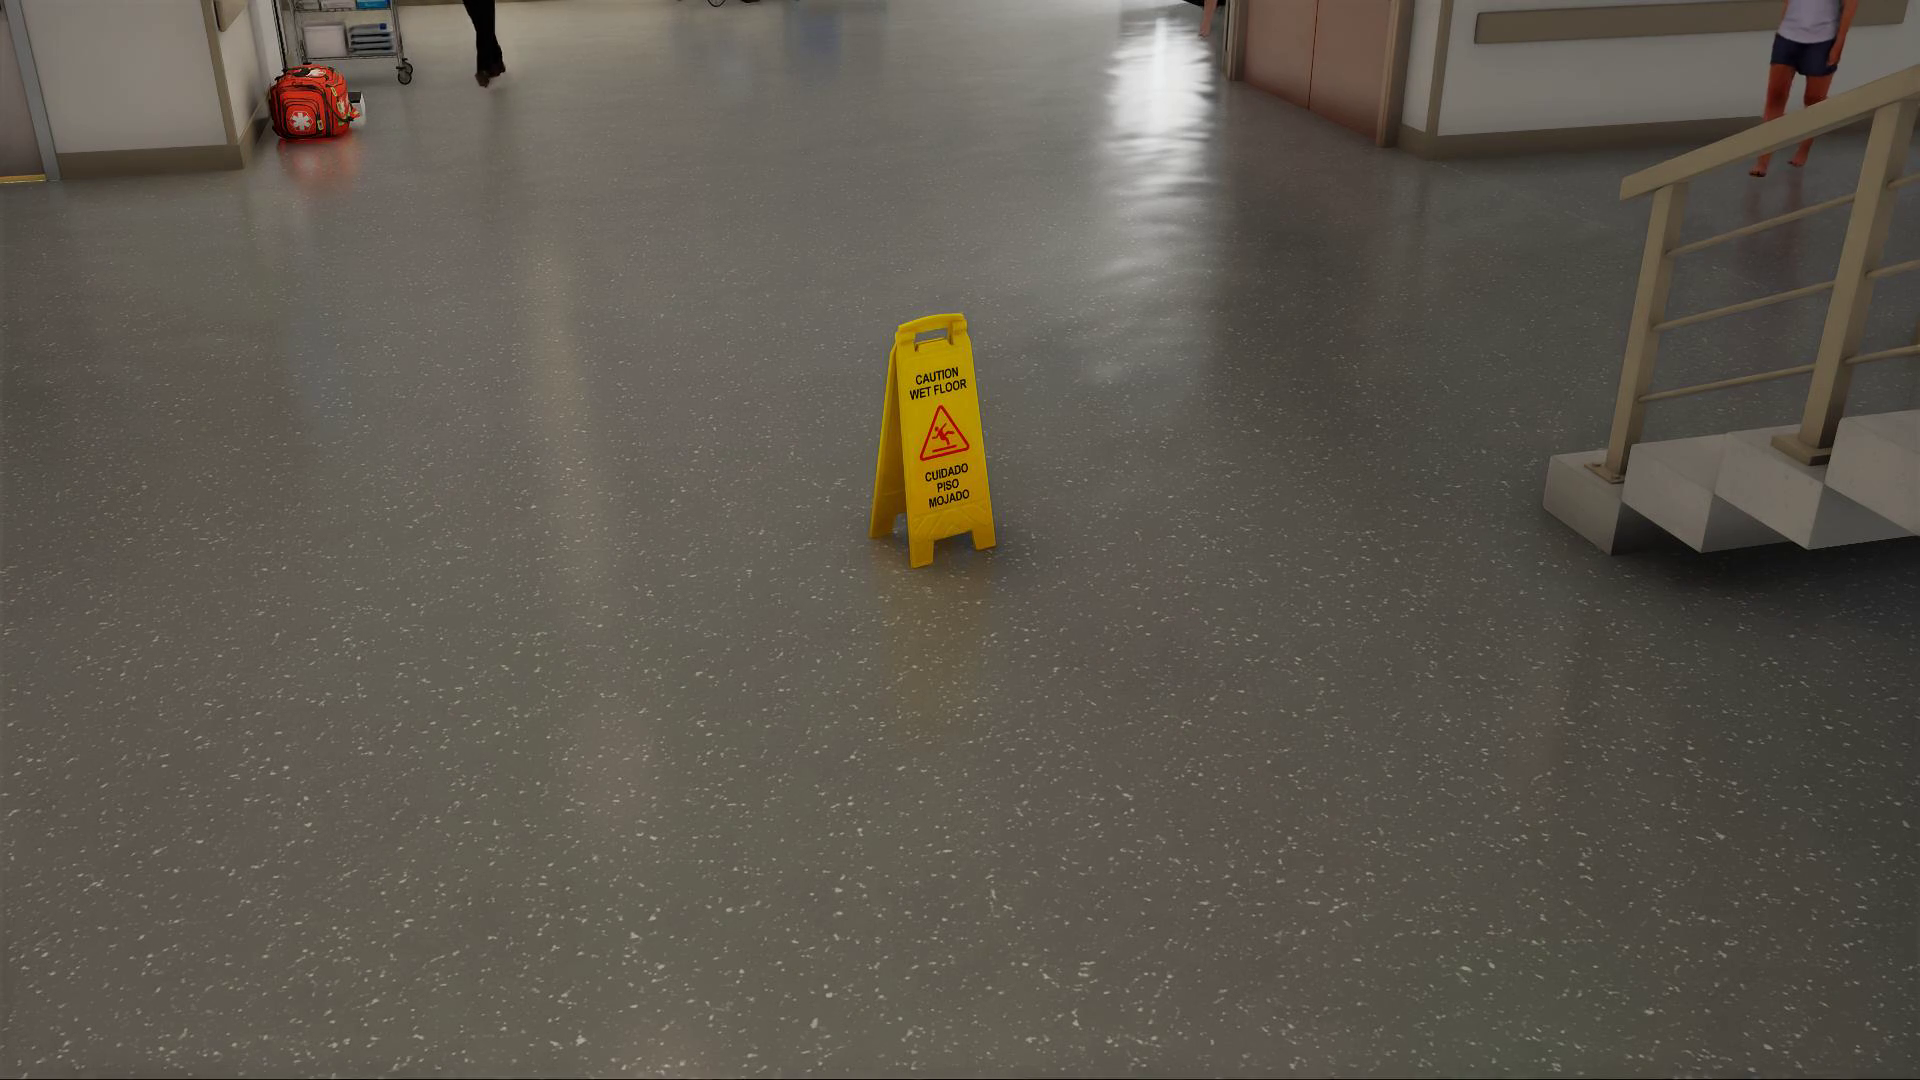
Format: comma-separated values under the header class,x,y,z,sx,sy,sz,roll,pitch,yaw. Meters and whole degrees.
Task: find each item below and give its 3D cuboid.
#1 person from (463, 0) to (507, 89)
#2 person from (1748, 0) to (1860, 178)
class,x,y,z,sx,sy,sz,roll,pitch,yaw
person,-3.669,-4.333,12.501,0.799,1.802,1.271,-1,26,-2
person,5.063,-2.948,9.893,1.032,1.571,1.019,19,31,34
